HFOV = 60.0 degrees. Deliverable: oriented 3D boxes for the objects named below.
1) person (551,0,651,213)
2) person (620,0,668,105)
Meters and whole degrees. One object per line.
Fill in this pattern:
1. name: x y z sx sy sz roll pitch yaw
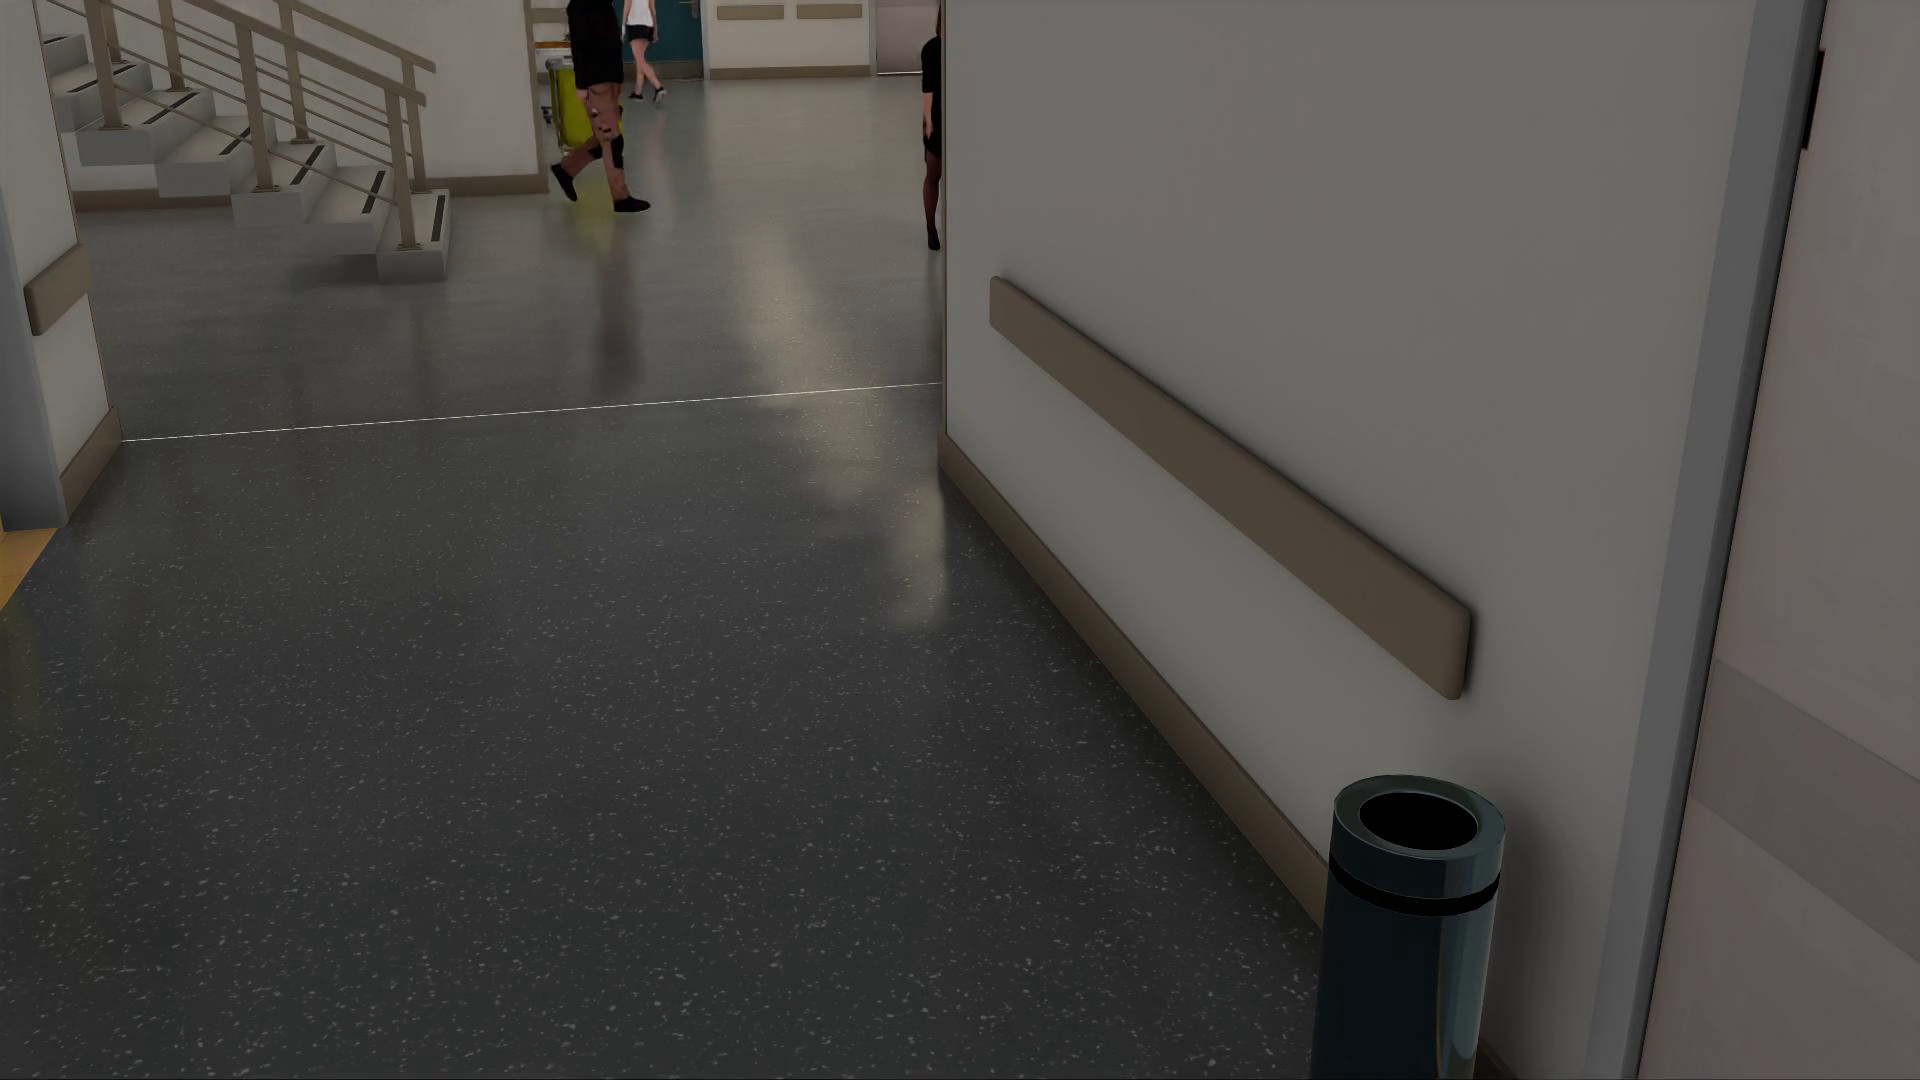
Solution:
1. person: -2.848 -3.494 12.829 1.250 1.901 1.087 7 22 17
2. person: -3.780 -6.060 19.867 1.013 1.715 1.102 18 27 39
